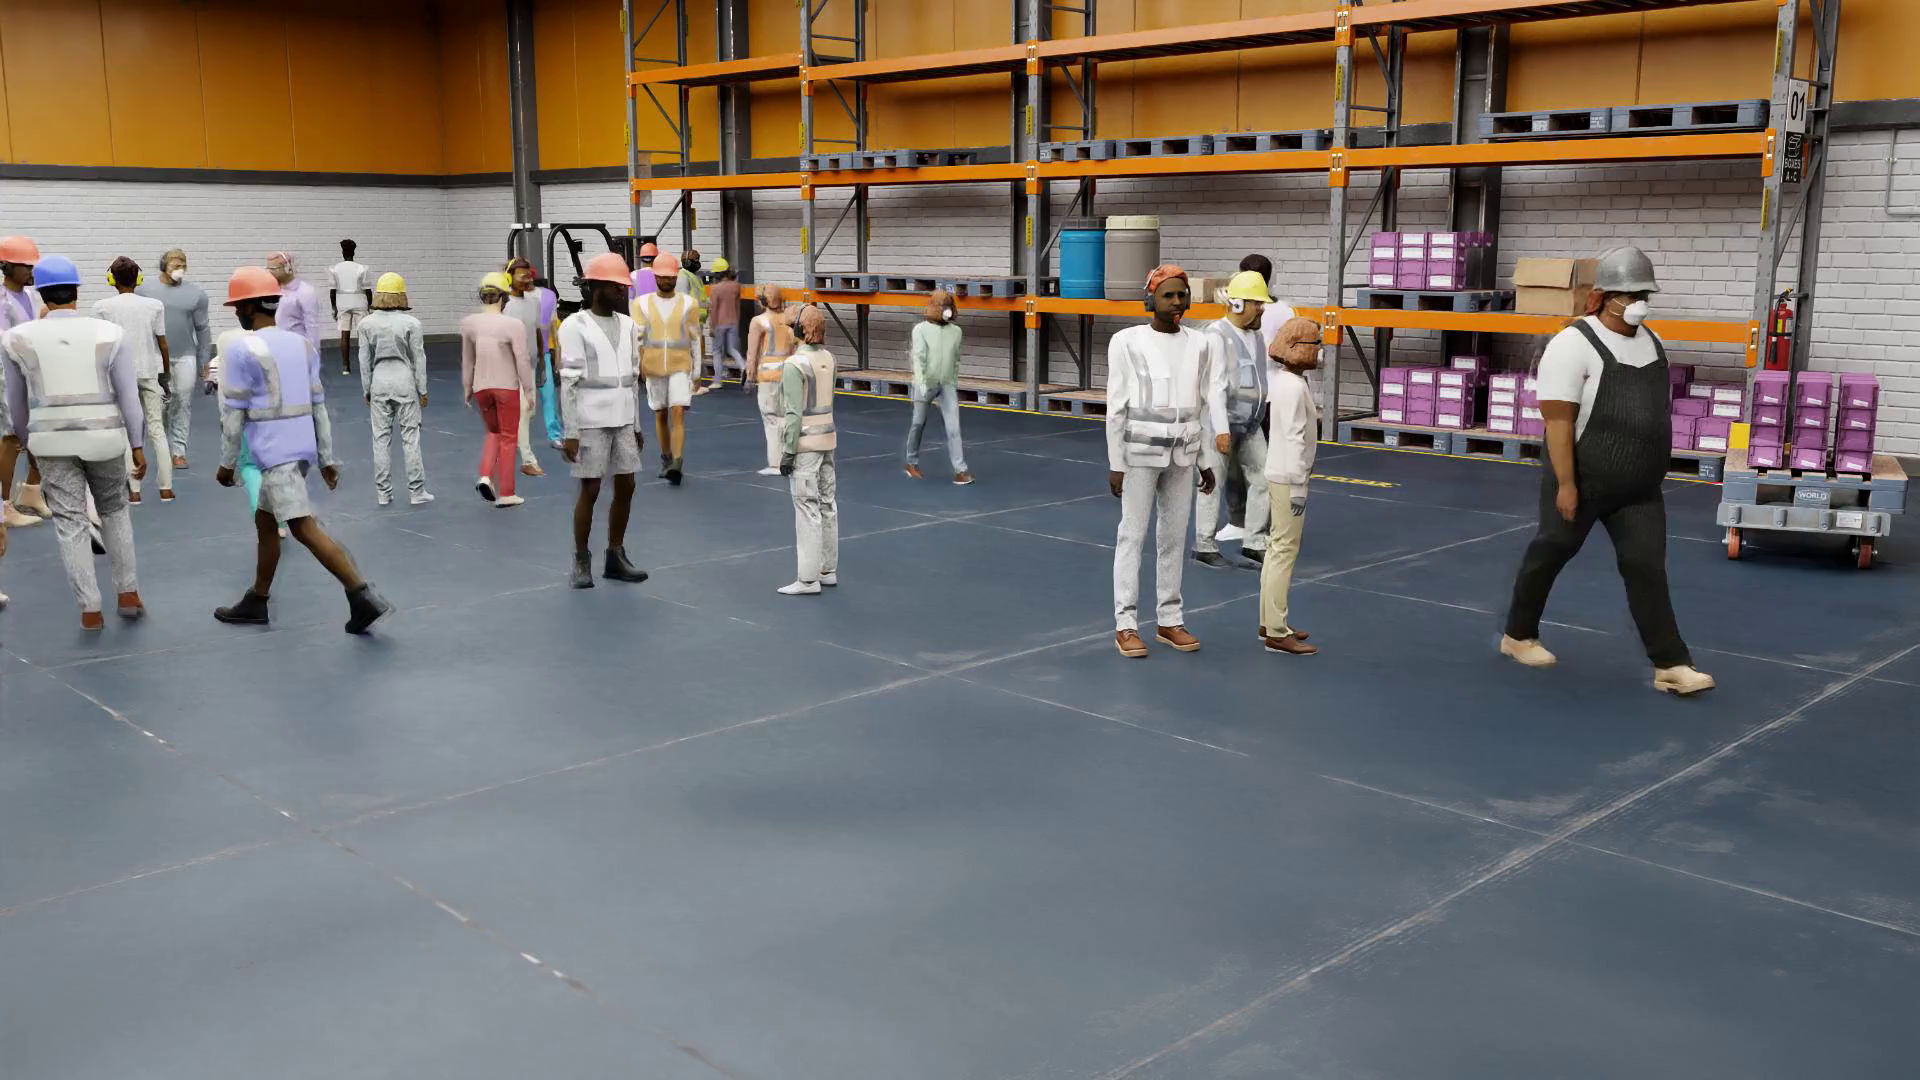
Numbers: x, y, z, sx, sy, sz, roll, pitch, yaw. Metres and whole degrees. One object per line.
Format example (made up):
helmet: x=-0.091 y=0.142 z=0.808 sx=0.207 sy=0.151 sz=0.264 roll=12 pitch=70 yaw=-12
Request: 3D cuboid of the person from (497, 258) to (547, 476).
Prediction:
person: x=-3.791 y=-1.481 z=14.180 sx=0.815 sy=1.845 sz=0.529 roll=8 pitch=13 yaw=38

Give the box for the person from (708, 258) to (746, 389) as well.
person: x=-3.073 y=-2.825 z=21.797 sx=0.552 sy=1.727 sz=0.616 roll=-10 pitch=14 yaw=-43

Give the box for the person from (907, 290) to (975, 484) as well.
person: x=-0.194 y=-1.261 z=13.688 sx=0.497 sy=1.579 sz=0.898 roll=-6 pitch=12 yaw=-29

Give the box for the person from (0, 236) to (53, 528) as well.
person: x=-6.498 y=-1.079 z=11.495 sx=0.560 sy=2.014 sz=0.693 roll=-1 pitch=10 yaw=-7

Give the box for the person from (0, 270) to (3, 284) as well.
person: x=-12.209 y=-2.769 z=20.770 sx=0.396 sy=1.992 sz=0.623 roll=4 pitch=11 yaw=21

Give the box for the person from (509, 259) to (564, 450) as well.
person: x=-4.079 y=-1.749 z=15.748 sx=0.591 sy=1.817 sz=0.481 roll=-5 pitch=12 yaw=-27

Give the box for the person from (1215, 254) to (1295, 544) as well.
person: x=1.910 y=-0.913 z=10.899 sx=0.625 sy=1.895 sz=0.634 roll=-8 pitch=13 yaw=-38

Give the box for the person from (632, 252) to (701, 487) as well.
person: x=-2.390 y=-1.386 z=13.526 sx=0.567 sy=1.871 sz=1.034 roll=-1 pitch=10 yaw=-6

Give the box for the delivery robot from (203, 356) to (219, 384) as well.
delivery robot: x=-9.450 y=-2.213 z=21.409 sx=0.477 sy=0.478 sz=0.707 roll=0 pitch=10 yaw=-2

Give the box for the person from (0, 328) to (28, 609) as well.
person: x=-5.355 y=-0.627 z=9.013 sx=0.763 sy=2.012 sz=0.610 roll=3 pitch=11 yaw=15

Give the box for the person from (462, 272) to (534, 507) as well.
person: x=-3.432 y=-1.119 z=12.425 sx=0.556 sy=1.743 sz=0.381 roll=3 pitch=11 yaw=16

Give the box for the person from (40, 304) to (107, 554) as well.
person: x=-5.536 y=-0.672 z=10.339 sx=0.516 sy=1.624 sz=0.389 roll=-3 pitch=11 yaw=-17

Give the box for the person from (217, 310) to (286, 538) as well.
person: x=-4.531 y=-0.822 z=10.839 sx=0.525 sy=1.743 sz=0.761 roll=-6 pitch=12 yaw=-31

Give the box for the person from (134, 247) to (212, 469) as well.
person: x=-6.821 y=-1.565 z=14.411 sx=0.665 sy=1.922 sz=0.443 roll=-8 pitch=13 yaw=-37

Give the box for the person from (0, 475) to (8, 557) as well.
person: x=-3.960 y=-0.064 z=6.291 sx=0.989 sy=1.889 sz=0.660 roll=9 pitch=13 yaw=39

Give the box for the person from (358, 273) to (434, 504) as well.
person: x=-4.261 y=-1.138 z=12.561 sx=0.492 sy=1.742 sz=0.318 roll=0 pitch=10 yaw=0

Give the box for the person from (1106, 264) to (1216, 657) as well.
person: x=0.971 y=-0.380 z=8.047 sx=0.572 sy=1.883 sz=0.354 roll=-4 pitch=11 yaw=-22

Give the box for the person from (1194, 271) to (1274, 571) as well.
person: x=1.688 y=-0.690 z=9.945 sx=0.606 sy=1.804 sz=0.665 roll=-10 pitch=14 yaw=-42

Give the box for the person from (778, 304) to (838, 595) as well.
person: x=-0.853 y=-0.506 z=9.400 sx=0.308 sy=1.641 sz=0.517 roll=4 pitch=11 yaw=21

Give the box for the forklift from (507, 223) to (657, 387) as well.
forklift: x=-5.316 y=-3.263 z=22.920 sx=2.313 sy=2.155 sz=1.214 roll=-10 pitch=14 yaw=-44

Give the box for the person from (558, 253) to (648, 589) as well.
person: x=-2.077 y=-0.679 z=9.642 sx=0.372 sy=1.921 sz=0.629 roll=8 pitch=13 yaw=39

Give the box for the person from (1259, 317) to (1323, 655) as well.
person: x=1.620 y=-0.269 z=8.120 sx=0.268 sy=1.632 sz=0.509 roll=1 pitch=10 yaw=5

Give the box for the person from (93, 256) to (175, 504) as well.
person: x=-6.238 y=-1.200 z=12.571 sx=0.534 sy=1.864 sz=0.309 roll=-8 pitch=13 yaw=-36

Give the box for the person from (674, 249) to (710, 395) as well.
person: x=-3.414 y=-2.777 z=21.232 sx=0.429 sy=1.843 sz=0.633 roll=1 pitch=10 yaw=6

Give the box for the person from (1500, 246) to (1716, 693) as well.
person: x=2.905 y=-0.358 z=7.497 sx=0.686 sy=2.000 sz=1.058 roll=-5 pitch=11 yaw=-23

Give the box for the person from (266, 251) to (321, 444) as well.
person: x=-6.160 y=-1.717 z=15.361 sx=0.681 sy=1.886 sz=0.631 roll=6 pitch=12 yaw=29

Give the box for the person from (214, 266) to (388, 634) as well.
person: x=-3.385 y=-0.446 z=8.456 sx=1.041 sy=1.883 sz=0.528 roll=2 pitch=11 yaw=12

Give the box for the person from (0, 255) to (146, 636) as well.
person: x=-4.529 y=-0.491 z=8.553 sx=0.616 sy=1.913 sz=0.709 roll=-6 pitch=12 yaw=-28

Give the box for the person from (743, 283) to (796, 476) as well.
person: x=-1.595 y=-1.343 z=14.013 sx=0.370 sy=1.626 sz=0.516 roll=6 pitch=12 yaw=31

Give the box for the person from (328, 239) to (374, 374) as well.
person: x=-8.862 y=-3.395 z=24.259 sx=0.611 sy=1.966 sz=0.362 roll=-2 pitch=11 yaw=-9

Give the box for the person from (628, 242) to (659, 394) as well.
person: x=-3.964 y=-2.835 z=21.322 sx=0.556 sy=1.937 sz=0.411 roll=0 pitch=10 yaw=2
